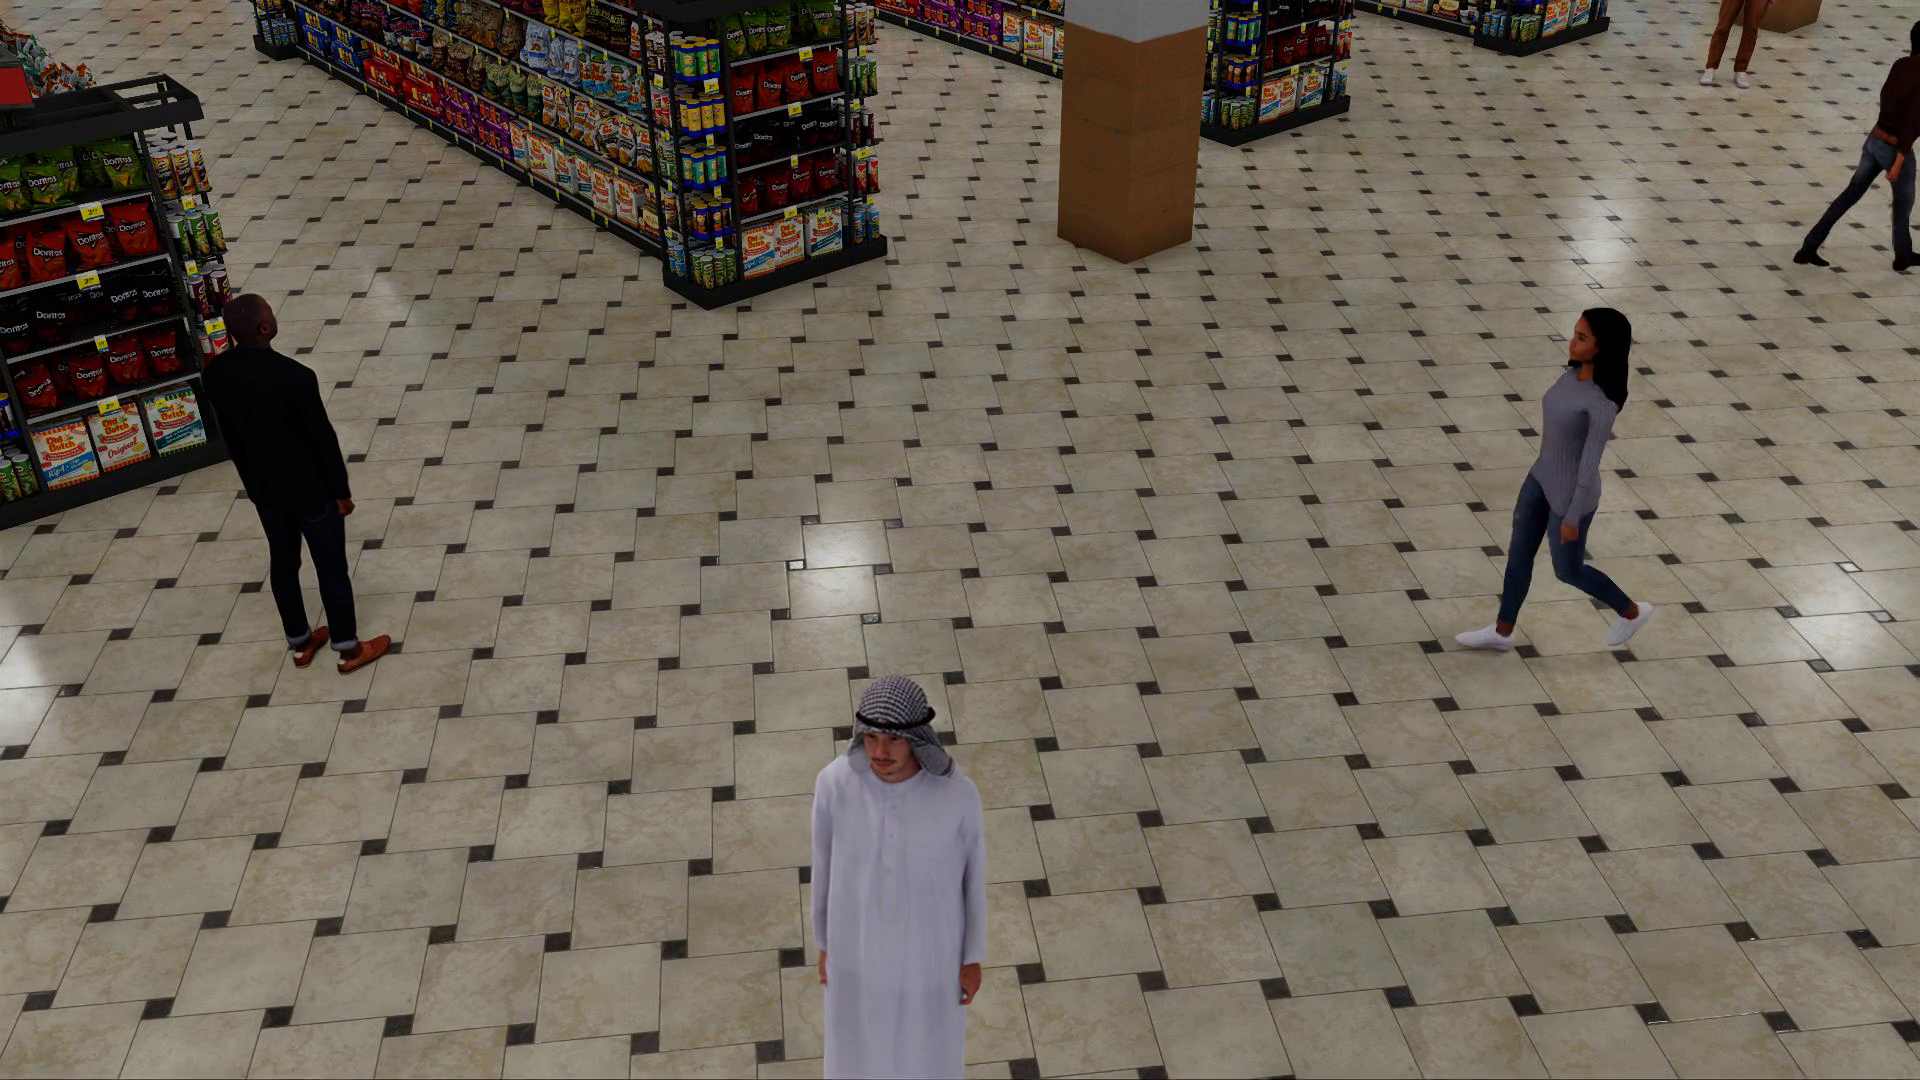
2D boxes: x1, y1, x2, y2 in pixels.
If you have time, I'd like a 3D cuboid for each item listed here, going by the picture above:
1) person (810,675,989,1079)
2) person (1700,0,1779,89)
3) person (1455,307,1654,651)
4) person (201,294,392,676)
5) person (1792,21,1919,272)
[{"bbox_3d":[-0.181,1.191,4.881,0.794,1.927,0.856,3,32,5],"label":"person"},{"bbox_3d":[7.108,-5.021,14.959,0.718,1.827,0.832,9,33,14],"label":"person"},{"bbox_3d":[2.757,-0.196,7.313,1.092,1.712,1.088,-1,32,-1],"label":"person"},{"bbox_3d":[-2.919,-0.223,7.257,0.745,1.817,0.851,9,33,14],"label":"person"},{"bbox_3d":[6.126,-2.589,11.141,1.153,1.732,1.206,-2,32,-4],"label":"person"}]
